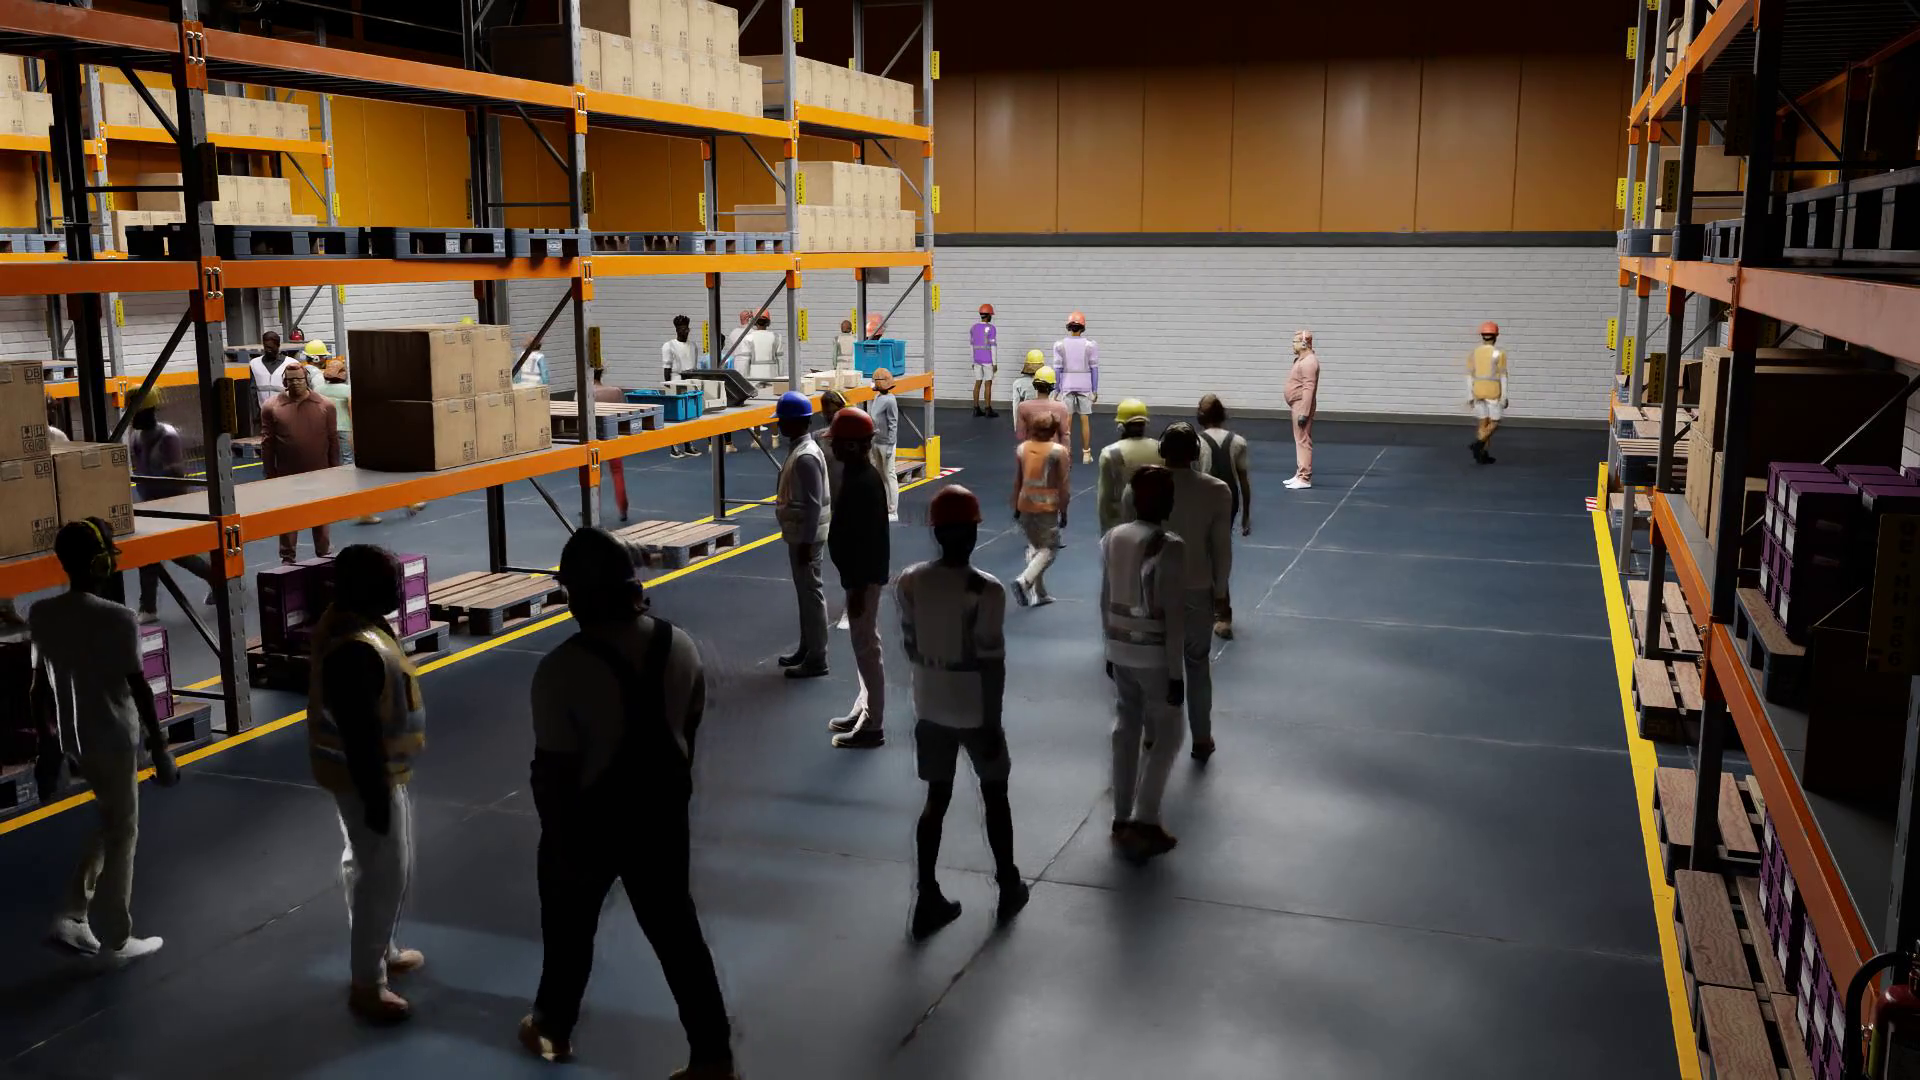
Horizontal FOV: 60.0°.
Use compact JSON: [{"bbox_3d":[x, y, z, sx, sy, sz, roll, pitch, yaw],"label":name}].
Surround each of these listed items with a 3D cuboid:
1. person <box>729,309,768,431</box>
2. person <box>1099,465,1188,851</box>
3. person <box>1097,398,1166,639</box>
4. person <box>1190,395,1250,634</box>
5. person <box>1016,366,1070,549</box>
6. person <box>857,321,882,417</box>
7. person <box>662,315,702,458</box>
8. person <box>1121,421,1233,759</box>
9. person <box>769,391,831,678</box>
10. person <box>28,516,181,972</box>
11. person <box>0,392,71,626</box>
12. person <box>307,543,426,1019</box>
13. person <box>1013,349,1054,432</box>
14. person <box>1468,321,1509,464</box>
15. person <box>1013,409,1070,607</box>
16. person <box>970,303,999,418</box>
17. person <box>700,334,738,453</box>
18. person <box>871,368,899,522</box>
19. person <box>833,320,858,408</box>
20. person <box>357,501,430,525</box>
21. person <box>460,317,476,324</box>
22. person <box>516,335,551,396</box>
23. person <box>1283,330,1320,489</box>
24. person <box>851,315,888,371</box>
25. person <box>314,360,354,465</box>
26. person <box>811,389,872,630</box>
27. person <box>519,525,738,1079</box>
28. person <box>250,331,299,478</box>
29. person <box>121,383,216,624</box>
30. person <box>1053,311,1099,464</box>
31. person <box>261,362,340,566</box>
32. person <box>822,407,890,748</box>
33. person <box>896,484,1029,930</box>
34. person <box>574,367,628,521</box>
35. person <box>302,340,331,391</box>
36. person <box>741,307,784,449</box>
[{"bbox_3d":[-3.324,-2.671,26.226,0.642,1.913,0.408,8,13,37],"label":"person"},{"bbox_3d":[0.910,0.573,8.124,0.405,1.870,0.612,-7,12,-35],"label":"person"},{"bbox_3d":[1.270,-0.127,12.184,0.606,1.817,0.442,-2,10,-13],"label":"person"},{"bbox_3d":[1.951,-0.205,12.715,0.505,1.784,0.990,-3,10,-15],"label":"person"},{"bbox_3d":[0.805,-0.786,16.019,0.533,1.768,0.311,3,11,18],"label":"person"},{"bbox_3d":[-1.127,-1.904,21.866,0.541,1.932,0.382,3,11,17],"label":"person"},{"bbox_3d":[-3.826,-2.120,22.975,0.361,1.961,0.613,8,13,39],"label":"person"},{"bbox_3d":[1.229,0.288,9.488,0.628,1.939,0.375,2,10,11],"label":"person"},{"bbox_3d":[-1.080,-0.042,11.316,0.405,1.946,0.610,-2,10,-11],"label":"person"},{"bbox_3d":[-3.413,0.826,6.695,0.521,1.856,0.389,4,11,23],"label":"person"},{"bbox_3d":[-7.173,-0.247,12.929,0.630,1.801,0.914,3,10,15],"label":"person"},{"bbox_3d":[-2.266,0.902,6.393,0.430,1.822,0.687,-4,11,-21],"label":"person"},{"bbox_3d":[0.846,-1.294,18.943,0.484,1.744,0.294,3,11,17],"label":"person"},{"bbox_3d":[6.982,-1.940,22.103,0.550,1.914,0.569,-9,13,-40],"label":"person"},{"bbox_3d":[0.610,-0.232,13.315,0.530,1.618,0.574,8,13,39],"label":"person"},{"bbox_3d":[0.434,-3.053,28.311,0.552,1.932,0.377,9,13,41],"label":"person"},{"bbox_3d":[-3.386,-2.059,23.382,0.532,1.697,0.319,3,10,14],"label":"person"},{"bbox_3d":[-0.816,-1.007,17.632,0.279,1.634,0.499,-5,11,-25],"label":"person"},{"bbox_3d":[-1.933,-2.954,28.592,0.510,1.639,0.308,0,10,1],"label":"person"},{"bbox_3d":[-6.014,-1.003,17.534,0.869,1.648,0.551,-8,13,-37],"label":"person"},{"bbox_3d":[-7.932,-2.720,26.910,0.310,1.768,0.533,-2,10,-11],"label":"person"},{"bbox_3d":[-6.334,-2.247,24.732,0.525,1.581,0.875,7,12,35],"label":"person"},{"bbox_3d":[4.103,-1.570,20.044,0.409,1.905,0.651,1,10,8],"label":"person"},{"bbox_3d":[-1.265,-2.293,24.118,0.647,1.919,0.984,6,12,31],"label":"person"},{"bbox_3d":[-7.025,-1.213,18.794,0.505,1.632,0.269,1,10,4],"label":"person"},{"bbox_3d":[-0.879,-0.267,12.917,0.525,1.839,0.748,2,10,13],"label":"person"},{"bbox_3d":[-1.165,0.904,5.726,1.039,2.000,0.689,10,14,43],"label":"person"},{"bbox_3d":[-8.110,-1.522,19.754,0.586,1.913,0.393,-1,10,-6],"label":"person"},{"bbox_3d":[-6.168,-0.306,13.009,0.594,1.886,0.839,6,12,31],"label":"person"},{"bbox_3d":[1.552,-2.036,22.272,0.605,2.045,0.379,1,10,7],"label":"person"},{"bbox_3d":[-5.783,-0.610,14.635,0.645,1.907,0.400,-5,11,-24],"label":"person"},{"bbox_3d":[-0.603,0.216,9.729,0.384,1.996,0.610,-1,10,-3],"label":"person"},{"bbox_3d":[-0.030,0.713,7.174,0.561,1.903,0.627,6,12,30],"label":"person"},{"bbox_3d":[-3.854,-1.064,17.717,0.532,1.718,0.622,-5,11,-26],"label":"person"},{"bbox_3d":[-7.442,-1.402,19.302,0.403,1.831,0.595,-8,13,-38],"label":"person"},{"bbox_3d":[-2.835,-2.322,23.888,0.615,2.041,0.392,-3,10,-16],"label":"person"}]
